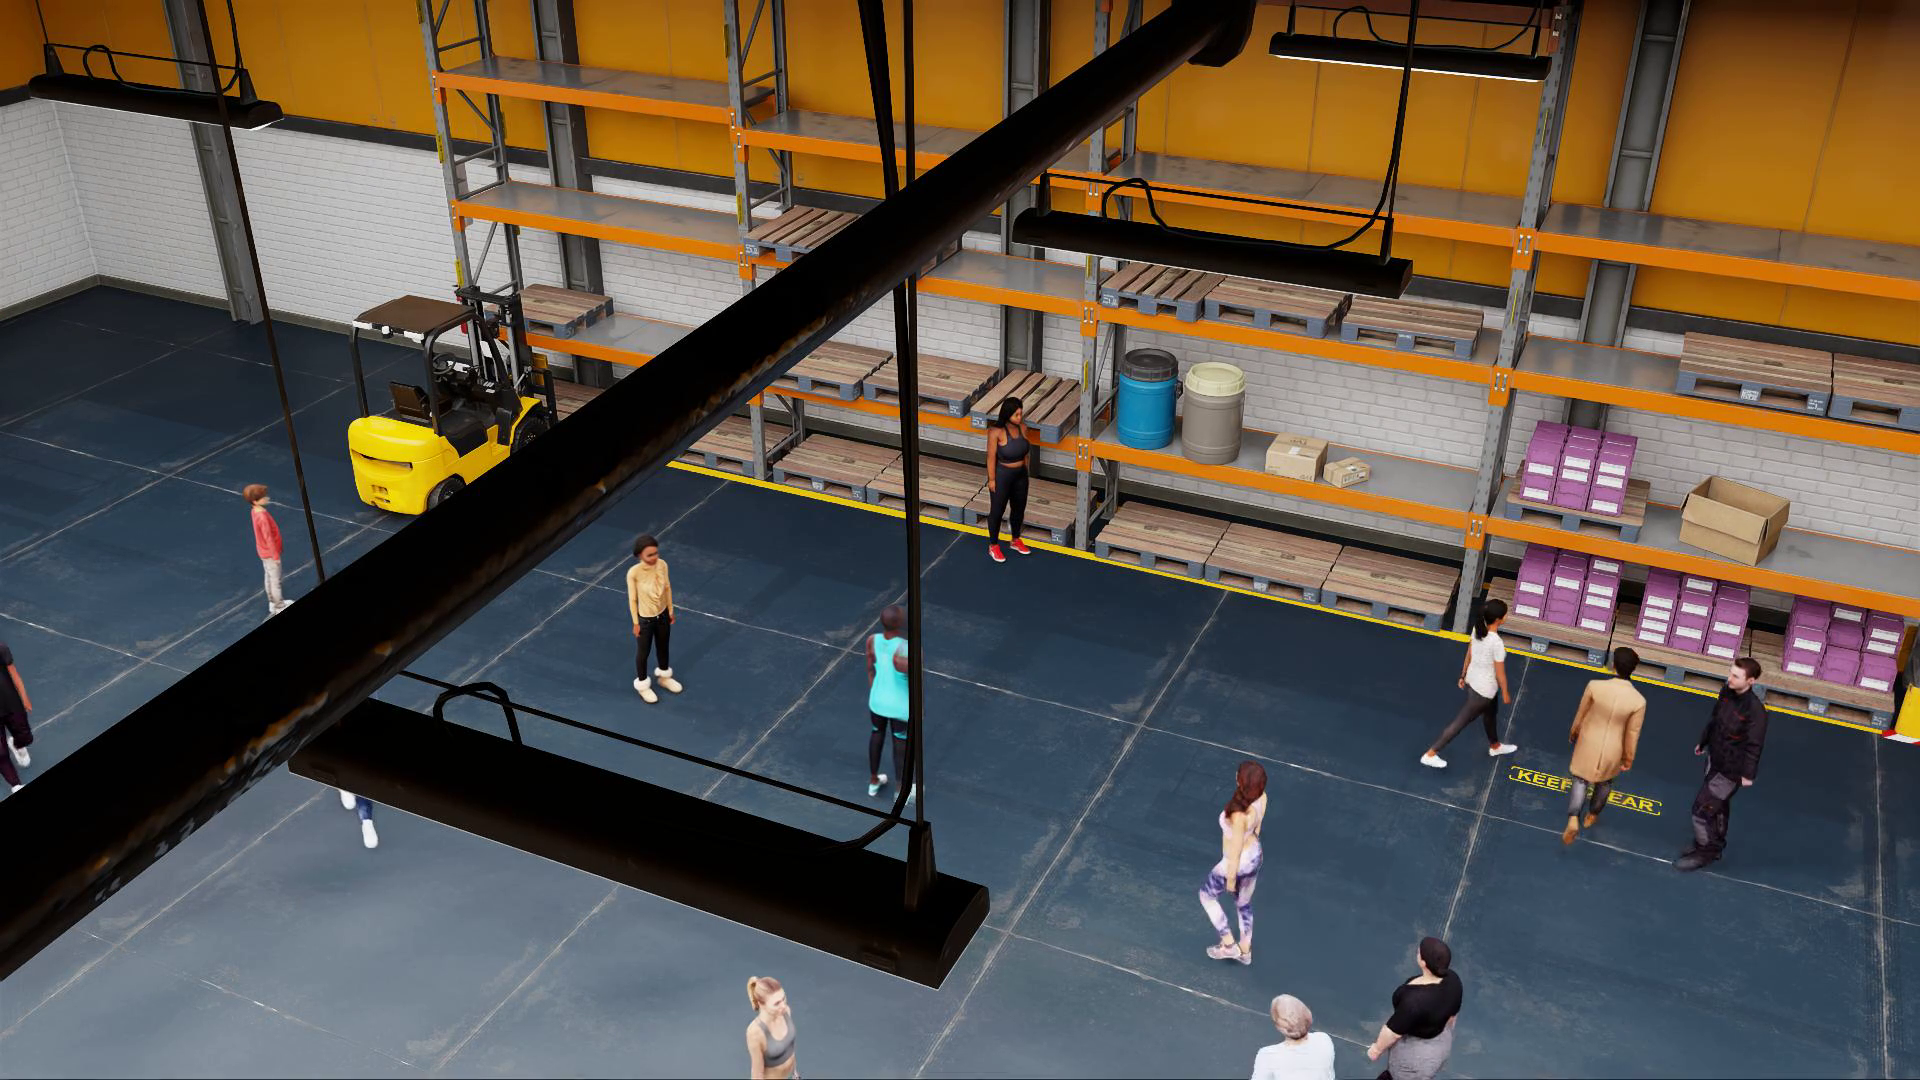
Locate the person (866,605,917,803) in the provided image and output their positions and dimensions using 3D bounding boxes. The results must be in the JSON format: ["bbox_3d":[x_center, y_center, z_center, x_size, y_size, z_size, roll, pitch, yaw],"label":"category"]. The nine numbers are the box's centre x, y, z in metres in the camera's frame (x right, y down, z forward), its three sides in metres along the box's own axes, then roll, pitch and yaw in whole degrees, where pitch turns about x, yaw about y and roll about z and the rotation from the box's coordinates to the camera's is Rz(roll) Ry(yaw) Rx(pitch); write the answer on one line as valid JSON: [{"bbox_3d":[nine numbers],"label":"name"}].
[{"bbox_3d":[-0.585,1.341,13.712,0.465,1.805,0.659,13,31,23],"label":"person"}]

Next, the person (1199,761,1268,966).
[{"bbox_3d":[2.072,2.357,11.902,0.701,1.755,0.675,21,35,33],"label":"person"}]

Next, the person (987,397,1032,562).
[{"bbox_3d":[0.509,-0.669,17.387,0.771,1.815,0.800,-16,32,-27],"label":"person"}]

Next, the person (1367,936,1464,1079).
[{"bbox_3d":[2.916,3.253,10.301,0.943,1.716,1.186,-23,36,-35],"label":"person"}]

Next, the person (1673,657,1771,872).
[{"bbox_3d":[6.017,1.736,12.898,0.873,1.892,0.835,-1,29,-2],"label":"person"}]

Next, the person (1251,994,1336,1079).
[{"bbox_3d":[1.982,3.479,9.728,0.815,1.868,0.893,-5,29,-10],"label":"person"}]

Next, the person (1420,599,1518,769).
[{"bbox_3d":[4.328,1.266,14.065,1.203,1.600,0.983,-4,29,-8],"label":"person"}]

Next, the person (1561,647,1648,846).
[{"bbox_3d":[5.085,1.662,13.222,0.899,1.711,0.722,11,31,20],"label":"person"}]

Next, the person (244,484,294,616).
[{"bbox_3d":[-6.822,0.098,16.396,0.644,1.418,0.541,-19,34,-31],"label":"person"}]

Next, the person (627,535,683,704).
[{"bbox_3d":[-2.801,0.685,15.070,0.662,1.657,0.667,-23,36,-35],"label":"person"}]

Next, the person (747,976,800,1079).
[{"bbox_3d":[-1.146,3.331,10.170,0.507,1.704,0.571,14,32,24],"label":"person"}]

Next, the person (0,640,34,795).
[{"bbox_3d":[-7.995,1.326,13.782,0.896,1.764,1.071,-21,35,-33],"label":"person"}]
